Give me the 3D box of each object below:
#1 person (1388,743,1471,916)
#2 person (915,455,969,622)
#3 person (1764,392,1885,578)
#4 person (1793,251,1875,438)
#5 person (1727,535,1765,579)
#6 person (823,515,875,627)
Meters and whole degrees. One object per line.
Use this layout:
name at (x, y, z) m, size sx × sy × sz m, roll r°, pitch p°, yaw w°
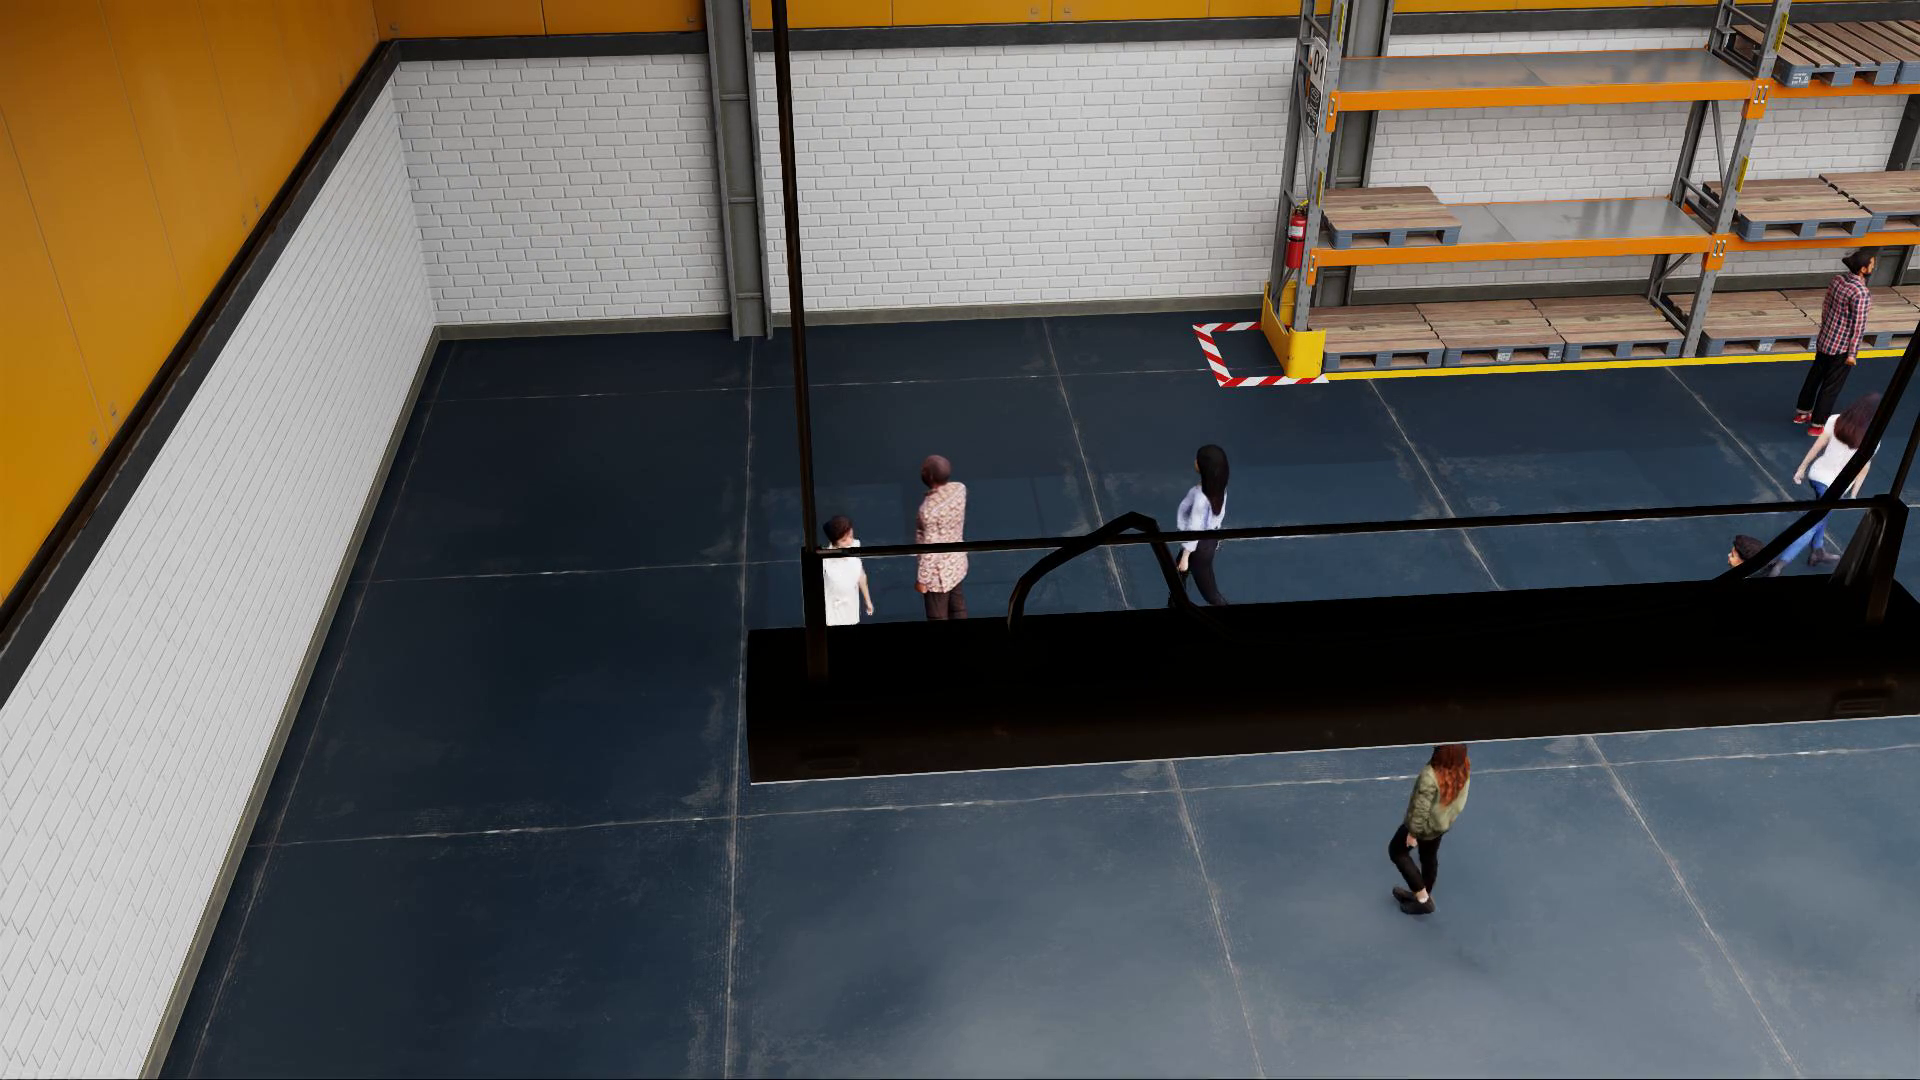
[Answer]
person at (2.858, 1.712, 9.931) m, size 0.681 × 1.471 × 0.767 m, roll -25°, pitch 41°, yaw -32°
person at (-0.126, 0.189, 11.918) m, size 0.798 × 1.807 × 0.785 m, roll 17°, pitch 37°, yaw 24°
person at (6.683, -0.380, 12.927) m, size 1.051 × 1.638 × 0.765 m, roll -15°, pitch 36°, yaw -21°
person at (7.877, -1.777, 14.918) m, size 0.604 × 1.761 × 0.692 m, roll -5°, pitch 34°, yaw -7°
person at (5.503, 0.513, 11.924) m, size 0.613 × 1.262 × 0.573 m, roll 14°, pitch 36°, yaw 20°
person at (-0.901, 0.441, 11.781) m, size 0.765 × 1.539 × 0.703 m, roll 26°, pitch 41°, yaw 33°
